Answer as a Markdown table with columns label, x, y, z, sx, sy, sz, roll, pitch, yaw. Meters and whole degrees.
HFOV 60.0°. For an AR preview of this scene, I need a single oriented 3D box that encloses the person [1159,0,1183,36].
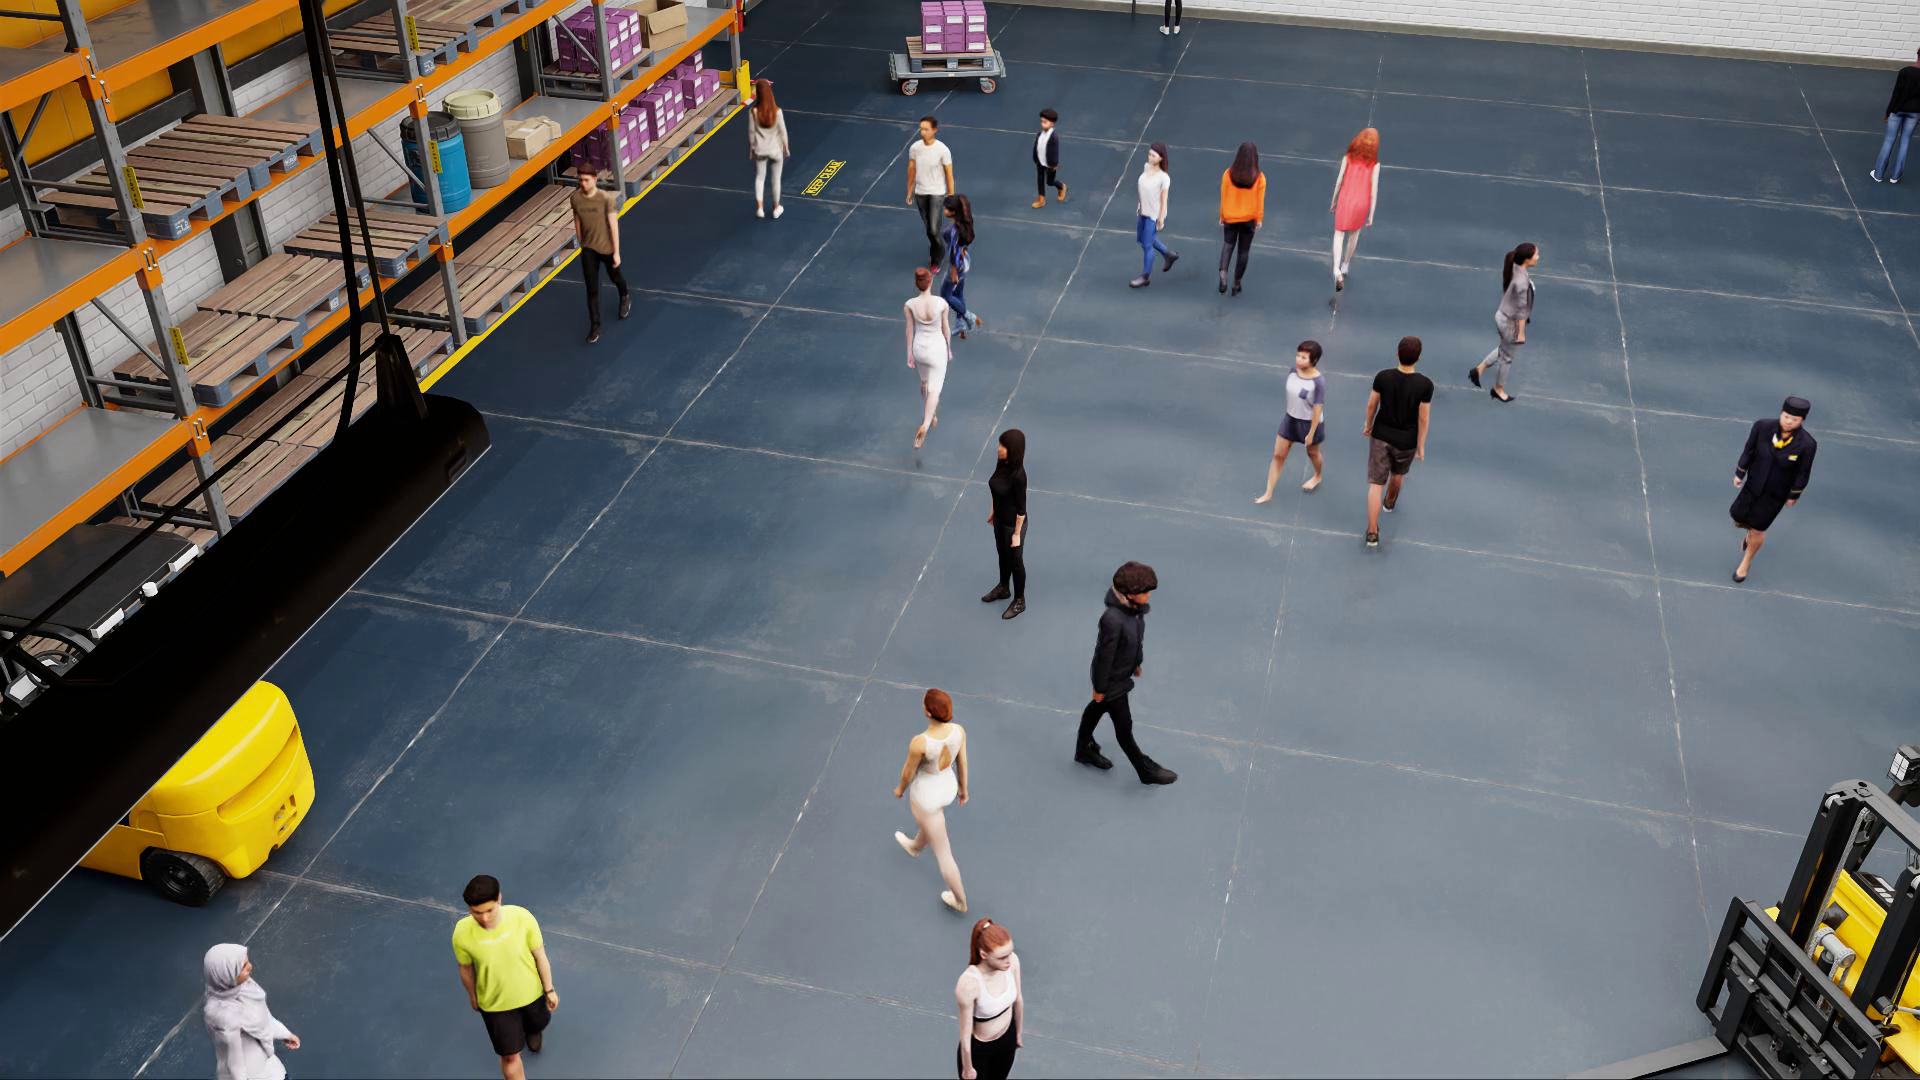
| label | x | y | z | sx | sy | sz | roll | pitch | yaw |
| --- | --- | --- | --- | --- | --- | --- | --- | --- | --- |
| person | 3.357 | -8.836 | 26.087 | 0.652 | 1.743 | 0.660 | -4 | 34 | -6 |

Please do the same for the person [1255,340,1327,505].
| label | x | y | z | sx | sy | sz | roll | pitch | yaw |
| --- | --- | --- | --- | --- | --- | --- | --- | --- | --- |
| person | 3.051 | -1.047 | 14.574 | 1.091 | 1.516 | 0.939 | -24 | 41 | -32 |

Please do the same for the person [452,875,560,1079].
| label | x | y | z | sx | sy | sz | roll | pitch | yaw |
| --- | --- | --- | --- | --- | --- | --- | --- | --- | --- |
| person | -2.491 | 2.425 | 9.203 | 1.026 | 1.679 | 1.147 | -14 | 36 | -20 |

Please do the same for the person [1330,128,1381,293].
| label | x | y | z | sx | sy | sz | roll | pitch | yaw |
| --- | --- | --- | --- | --- | --- | --- | --- | --- | --- |
| person | 4.254 | -3.542 | 18.083 | 0.646 | 1.786 | 1.095 | 8 | 34 | 11 |

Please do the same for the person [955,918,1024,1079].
| label | x | y | z | sx | sy | sz | roll | pitch | yaw |
| --- | --- | --- | --- | --- | --- | --- | --- | --- | --- |
| person | 0.132 | 2.661 | 8.797 | 0.634 | 1.736 | 0.724 | -24 | 41 | -32 |

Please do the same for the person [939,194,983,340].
| label | x | y | z | sx | sy | sz | roll | pitch | yaw |
| --- | --- | --- | --- | --- | --- | --- | --- | --- | --- |
| person | 0.048 | -2.795 | 17.116 | 0.705 | 1.614 | 0.599 | 7 | 34 | 11 |

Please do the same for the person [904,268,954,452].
| label | x | y | z | sx | sy | sz | roll | pitch | yaw |
| --- | --- | --- | --- | --- | --- | --- | --- | --- | --- |
| person | -0.305 | -1.623 | 15.219 | 0.600 | 1.761 | 1.083 | 7 | 34 | 10 |

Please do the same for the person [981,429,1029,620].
| label | x | y | z | sx | sy | sz | roll | pitch | yaw |
| --- | --- | --- | --- | --- | --- | --- | --- | --- | --- |
| person | 0.396 | -0.154 | 13.118 | 0.693 | 1.640 | 0.637 | -19 | 38 | -26 |

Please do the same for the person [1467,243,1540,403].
| label | x | y | z | sx | sy | sz | roll | pitch | yaw |
| --- | --- | --- | --- | --- | --- | --- | --- | --- | --- |
| person | 5.204 | -2.070 | 15.978 | 0.746 | 1.665 | 0.694 | 2 | 34 | 3 |

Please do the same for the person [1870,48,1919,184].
| label | x | y | z | sx | sy | sz | roll | pitch | yaw |
| --- | --- | --- | --- | --- | --- | --- | --- | --- | --- |
| person | 11.857 | -5.361 | 20.854 | 0.603 | 1.748 | 0.542 | 10 | 35 | 15 |

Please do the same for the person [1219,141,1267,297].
| label | x | y | z | sx | sy | sz | roll | pitch | yaw |
| --- | --- | --- | --- | --- | --- | --- | --- | --- | --- |
| person | 3.006 | -3.414 | 17.937 | 0.680 | 1.736 | 0.794 | 13 | 36 | 19 |

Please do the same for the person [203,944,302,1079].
| label | x | y | z | sx | sy | sz | roll | pitch | yaw |
| --- | --- | --- | --- | --- | --- | --- | --- | --- | --- |
| person | -3.739 | 2.752 | 8.640 | 0.820 | 1.757 | 0.739 | -2 | 34 | -4 |

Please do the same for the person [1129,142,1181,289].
| label | x | y | z | sx | sy | sz | roll | pitch | yaw |
| --- | --- | --- | --- | --- | --- | --- | --- | --- | --- |
| person | 2.181 | -3.553 | 18.209 | 0.960 | 1.666 | 0.931 | -13 | 36 | -19 |

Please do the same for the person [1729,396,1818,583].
| label | x | y | z | sx | sy | sz | roll | pitch | yaw |
| --- | --- | --- | --- | --- | --- | --- | --- | --- | --- |
| person | 6.596 | -0.449 | 13.542 | 0.878 | 1.662 | 0.943 | 28 | 43 | 35 |

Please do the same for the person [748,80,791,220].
| label | x | y | z | sx | sy | sz | roll | pitch | yaw |
| --- | --- | --- | --- | --- | --- | --- | --- | --- | --- |
| person | -2.279 | -4.597 | 19.743 | 0.661 | 1.706 | 0.686 | 3 | 34 | 5 |

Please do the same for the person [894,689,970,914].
| label | x | y | z | sx | sy | sz | roll | pitch | yaw |
| --- | --- | --- | --- | --- | --- | --- | --- | --- | --- |
| person | -0.121 | 1.659 | 10.437 | 1.034 | 1.588 | 0.977 | -25 | 41 | -33 |

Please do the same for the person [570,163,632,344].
| label | x | y | z | sx | sy | sz | roll | pitch | yaw |
| --- | --- | --- | --- | --- | --- | --- | --- | --- | --- |
| person | -3.705 | -3.052 | 17.321 | 0.815 | 1.814 | 1.285 | 3 | 34 | 4 |

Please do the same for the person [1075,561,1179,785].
| label | x | y | z | sx | sy | sz | roll | pitch | yaw |
| --- | --- | --- | --- | --- | --- | --- | --- | --- | --- |
| person | 0.974 | 0.893 | 11.457 | 0.806 | 1.735 | 0.989 | 16 | 37 | 23 |

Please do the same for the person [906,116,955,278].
| label | x | y | z | sx | sy | sz | roll | pitch | yaw |
| --- | --- | --- | --- | --- | --- | --- | --- | --- | --- |
| person | -0.276 | -3.908 | 18.639 | 0.738 | 1.780 | 0.880 | 14 | 36 | 20 |

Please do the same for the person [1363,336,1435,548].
| label | x | y | z | sx | sy | sz | roll | pitch | yaw |
| --- | --- | --- | --- | --- | --- | --- | --- | --- | --- |
| person | 3.606 | -0.798 | 13.929 | 0.737 | 1.815 | 1.188 | 11 | 35 | 16 |

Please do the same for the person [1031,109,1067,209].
| label | x | y | z | sx | sy | sz | roll | pitch | yaw |
| --- | --- | --- | --- | --- | --- | --- | --- | --- | --- |
| person | 1.098 | -4.661 | 20.284 | 0.818 | 1.214 | 0.712 | -26 | 42 | -34 |
